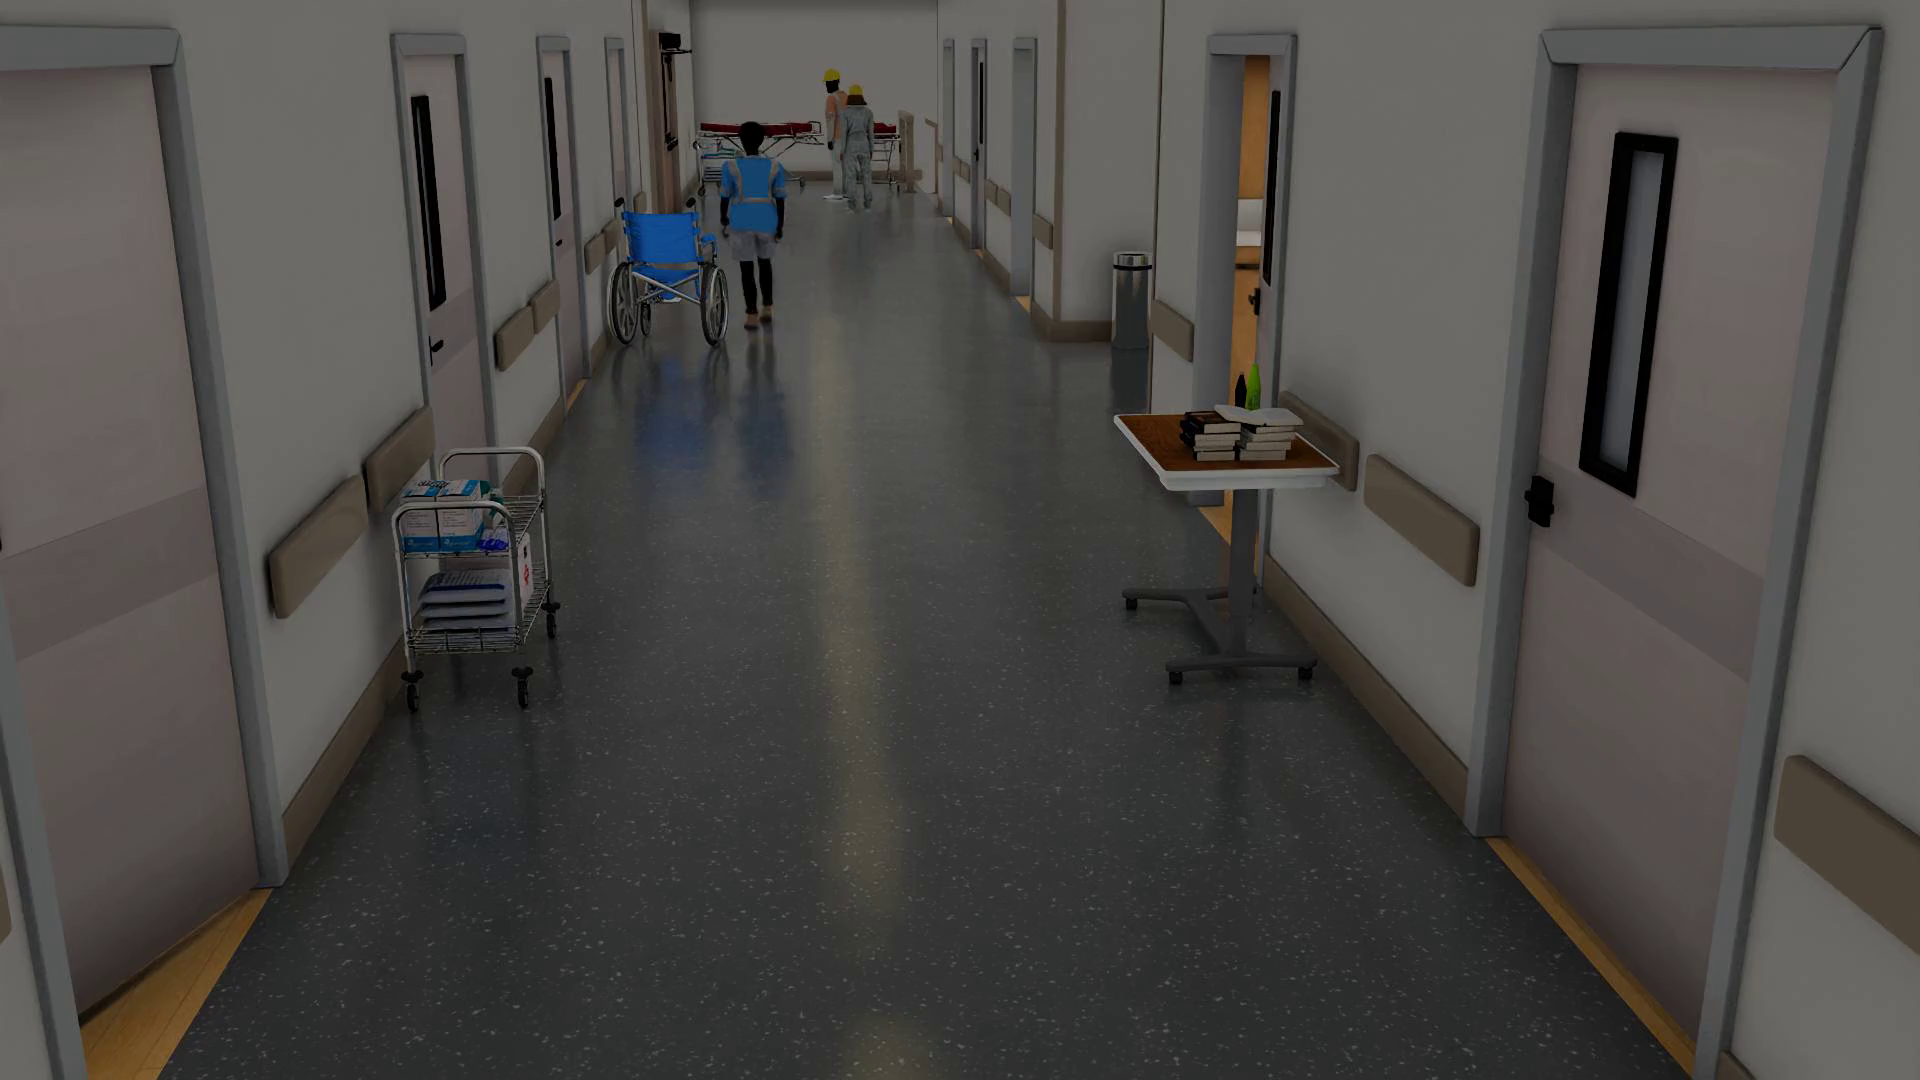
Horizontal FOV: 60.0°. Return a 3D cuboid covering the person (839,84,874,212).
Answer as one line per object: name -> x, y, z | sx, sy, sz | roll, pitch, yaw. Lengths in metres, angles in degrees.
person -> -1.448, -5.471, 23.250 | 0.489, 1.742, 0.313 | -6, 18, -20

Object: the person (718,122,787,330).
person -> -1.720, -2.595, 13.746 | 0.546, 1.679, 0.594 | -6, 18, -20

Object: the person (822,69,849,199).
person -> -1.874, -6.108, 25.080 | 0.393, 1.918, 0.585 | 6, 18, 20
